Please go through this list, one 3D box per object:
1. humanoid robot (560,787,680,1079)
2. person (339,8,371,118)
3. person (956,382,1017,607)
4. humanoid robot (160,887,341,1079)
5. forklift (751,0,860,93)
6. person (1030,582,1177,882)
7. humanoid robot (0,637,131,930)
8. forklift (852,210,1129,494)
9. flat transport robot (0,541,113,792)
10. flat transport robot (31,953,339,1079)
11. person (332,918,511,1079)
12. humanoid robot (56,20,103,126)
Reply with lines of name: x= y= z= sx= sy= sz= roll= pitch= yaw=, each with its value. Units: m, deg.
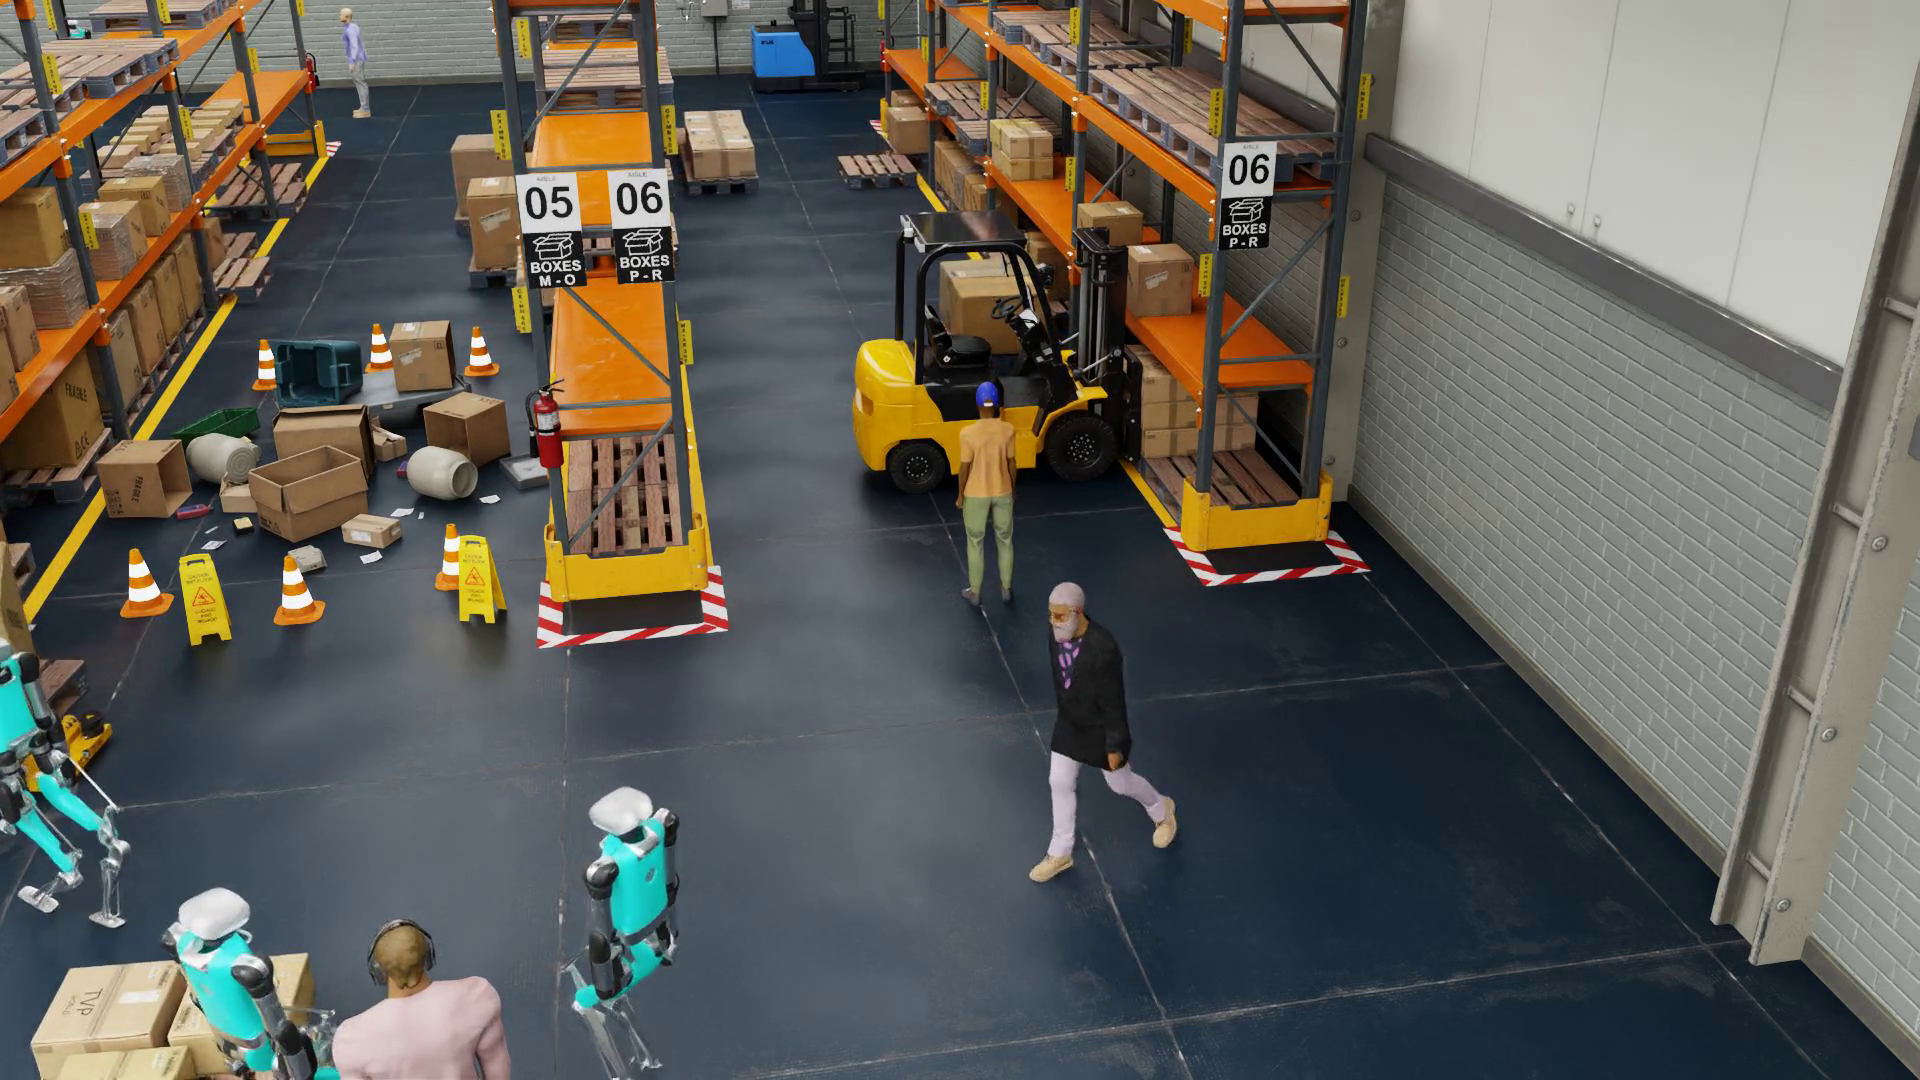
humanoid robot: x=-1.604 y=1.856 z=7.566 sx=0.694 sy=1.795 sz=0.548 roll=14 pitch=29 yaw=28
person: x=-10.243 y=-8.097 z=28.225 sx=0.393 sy=1.800 sz=0.593 roll=-6 pitch=26 yaw=-13
person: x=0.193 y=-0.341 z=12.166 sx=0.448 sy=1.717 sz=0.372 roll=-6 pitch=26 yaw=-12
humanoid robot: x=-2.820 y=2.091 z=7.076 sx=0.533 sy=1.760 sz=0.811 roll=12 pitch=28 yaw=23
forklift: x=-2.872 y=-9.679 z=30.288 sx=1.873 sy=2.768 sz=1.129 roll=-5 pitch=26 yaw=-10
person: x=0.795 y=1.004 z=9.273 sx=0.896 sy=1.810 sz=0.583 roll=-21 pitch=33 yaw=-36
humanoid robot: x=-4.747 y=1.329 z=8.668 sx=0.922 sy=1.753 sz=0.547 roll=11 pitch=28 yaw=22
forklift: x=0.216 y=-1.659 z=14.366 sx=2.313 sy=2.155 sz=1.214 roll=-5 pitch=26 yaw=-10
flat transport robot: x=-6.171 y=1.315 z=10.391 sx=1.431 sy=0.231 sz=0.659 roll=0 pitch=26 yaw=1
flat transport robot: x=-3.518 y=2.665 z=7.579 sx=1.431 sy=0.231 sz=0.659 roll=-10 pitch=27 yaw=-19
person: x=-2.038 y=2.277 z=6.463 sx=0.626 sy=1.937 sz=0.373 roll=-15 pitch=29 yaw=-28
humanoid robot: x=-14.654 y=-7.755 z=27.613 sx=0.541 sy=1.806 sz=0.799 roll=-22 pitch=33 yaw=-38
